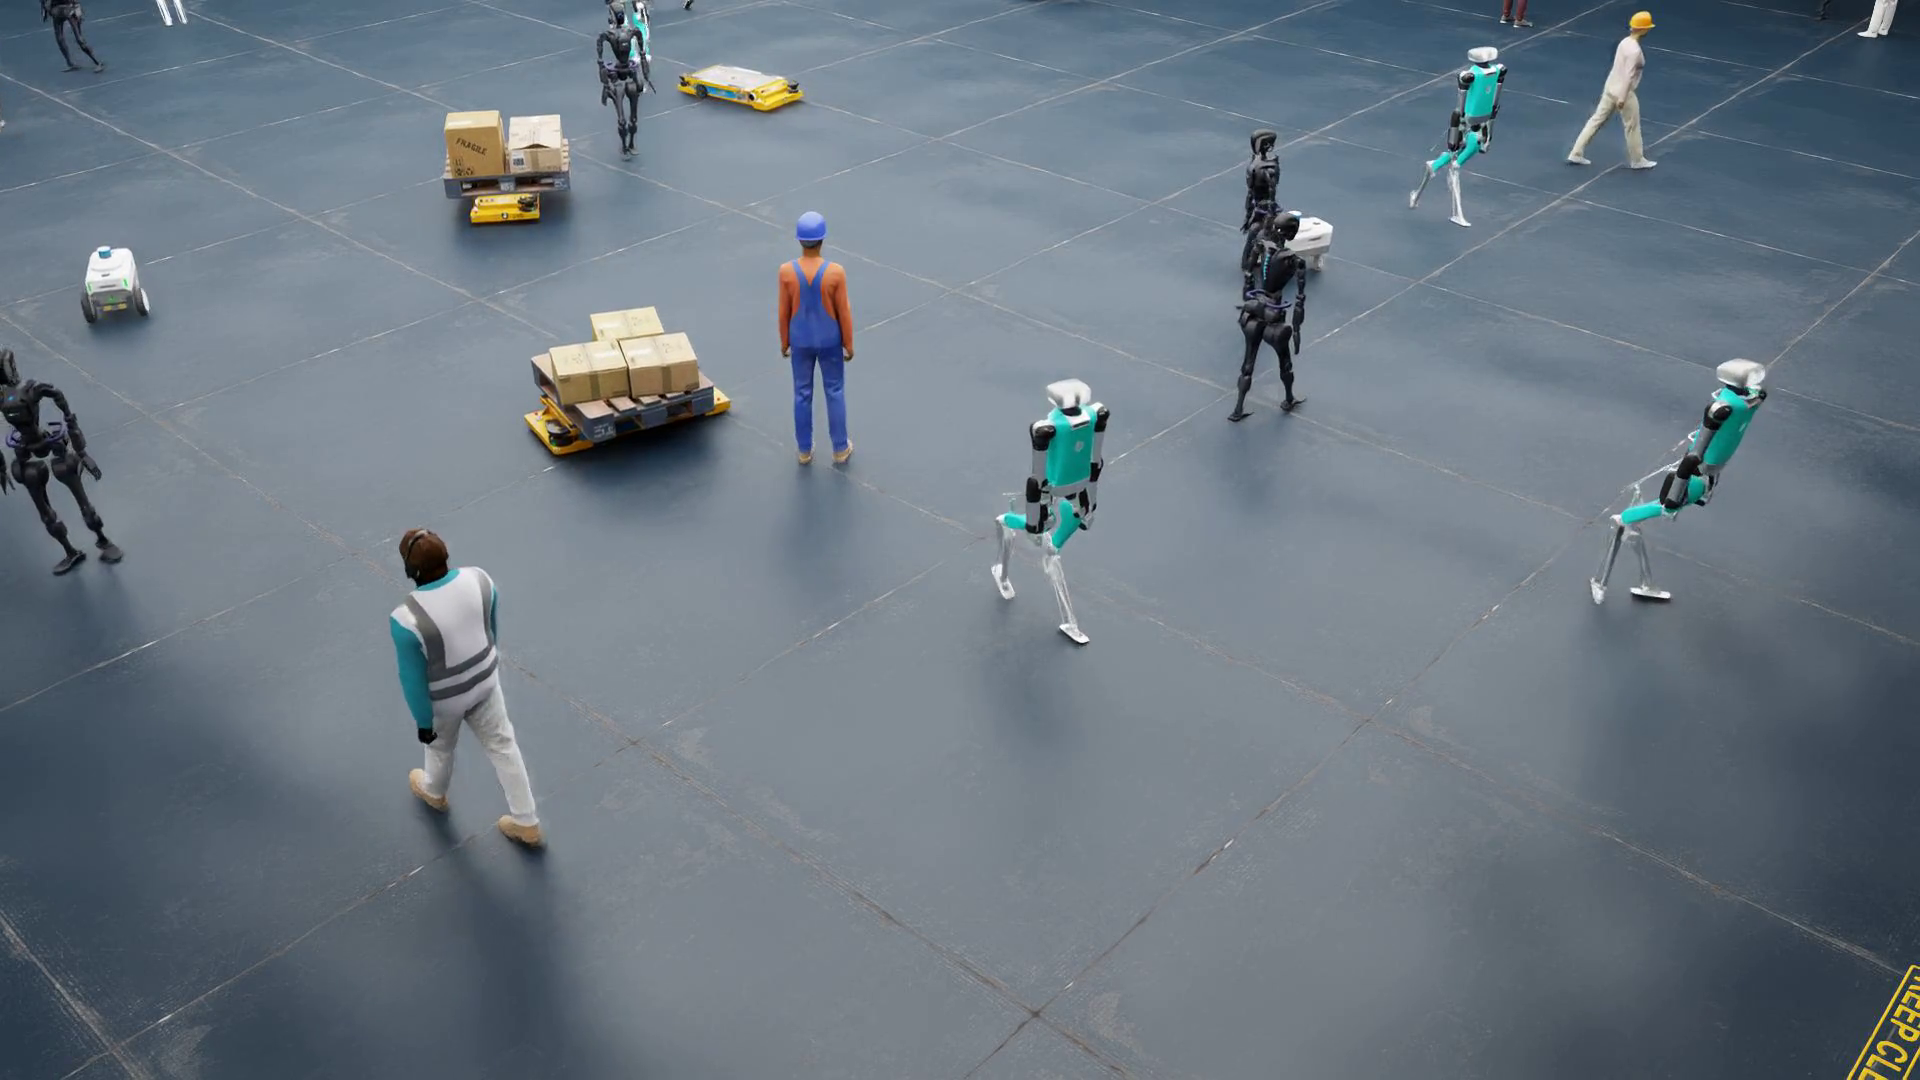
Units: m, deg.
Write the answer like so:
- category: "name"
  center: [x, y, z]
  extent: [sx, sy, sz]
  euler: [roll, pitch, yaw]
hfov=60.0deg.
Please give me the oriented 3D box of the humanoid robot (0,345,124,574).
- category: "humanoid robot"
  center: [-5.877, -0.531, 10.676]
  extent: [0.608, 1.638, 0.406]
  euler: [-9, 33, -14]

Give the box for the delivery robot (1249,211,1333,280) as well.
- category: "delivery robot"
  center: [3.022, -2.708, 15.243]
  extent: [0.766, 0.594, 0.499]
  euler: [-14, 35, -21]

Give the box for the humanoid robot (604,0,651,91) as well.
- category: "humanoid robot"
  center: [-3.842, -6.103, 19.612]
  extent: [0.537, 1.810, 0.743]
  euler: [-18, 36, -26]

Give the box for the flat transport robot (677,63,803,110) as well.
- category: "flat transport robot"
  center: [-2.642, -5.417, 19.877]
  extent: [1.431, 0.231, 0.659]
  euler: [20, 37, 29]

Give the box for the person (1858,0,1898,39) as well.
- category: "person"
  center: [12.228, -7.430, 21.816]
  extent: [0.518, 1.640, 0.305]
  euler: [-16, 35, -24]

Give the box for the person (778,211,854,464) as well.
- category: "person"
  center: [-1.026, -1.431, 11.904]
  extent: [0.530, 1.908, 0.366]
  euler: [0, 32, 0]

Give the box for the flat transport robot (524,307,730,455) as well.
- category: "flat transport robot"
  center: [-2.559, -1.027, 12.808]
  extent: [1.431, 0.231, 0.659]
  euler: [-19, 36, -27]

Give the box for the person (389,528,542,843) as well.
- category: "person"
  center: [-2.581, 0.740, 8.512]
  extent: [0.943, 1.798, 0.646]
  euler: [23, 38, 32]

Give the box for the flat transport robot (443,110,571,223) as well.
- category: "flat transport robot"
  center: [-4.562, -3.577, 16.914]
  extent: [0.659, 0.231, 1.431]
  euler: [-6, 32, -10]

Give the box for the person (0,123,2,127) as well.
- category: "person"
  center: [-10.873, -5.342, 18.194]
  extent: [0.475, 1.924, 0.653]
  euler: [9, 33, 14]

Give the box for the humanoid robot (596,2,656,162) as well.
- category: "humanoid robot"
  center: [-3.538, -4.875, 17.678]
  extent: [0.600, 1.644, 0.534]
  euler: [-19, 36, -27]

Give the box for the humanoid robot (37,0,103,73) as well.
- category: "humanoid robot"
  center: [-10.993, -6.578, 20.404]
  extent: [0.601, 1.636, 0.391]
  euler: [8, 33, 13]

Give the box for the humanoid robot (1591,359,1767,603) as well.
- category: "humanoid robot"
  center: [4.374, -0.384, 10.379]
  extent: [0.596, 1.773, 0.866]
  euler: [-23, 38, -32]

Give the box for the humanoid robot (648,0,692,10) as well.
- category: "humanoid robot"
  center: [-4.128, -8.183, 22.965]
  extent: [0.949, 1.779, 0.551]
  euler: [7, 33, 11]

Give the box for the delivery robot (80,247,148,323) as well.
- category: "delivery robot"
  center: [-7.403, -2.266, 14.524]
  extent: [0.499, 0.587, 0.788]
  euler: [-11, 33, -17]

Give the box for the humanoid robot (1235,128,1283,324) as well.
- category: "humanoid robot"
  center: [2.586, -2.693, 14.151]
  extent: [0.357, 1.649, 0.593]
  euler: [-5, 32, -8]

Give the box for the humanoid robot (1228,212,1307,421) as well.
- category: "humanoid robot"
  center: [2.376, -1.711, 12.596]
  extent: [0.678, 1.634, 0.608]
  euler: [-24, 39, -34]

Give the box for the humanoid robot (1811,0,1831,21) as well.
- category: "humanoid robot"
  center: [11.909, -7.918, 22.572]
  extent: [0.439, 1.646, 0.609]
  euler: [-14, 35, -22]

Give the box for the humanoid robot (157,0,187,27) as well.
- category: "humanoid robot"
  center: [-10.778, -7.762, 22.325]
  extent: [0.542, 1.865, 0.658]
  euler: [-15, 35, -23]

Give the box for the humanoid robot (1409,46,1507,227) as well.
- category: "humanoid robot"
  center: [4.757, -3.962, 16.180]
  extent: [0.547, 1.812, 0.887]
  euler: [-15, 35, -23]

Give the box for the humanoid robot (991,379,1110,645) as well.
- category: "humanoid robot"
  center: [0.469, -0.271, 10.246]
  extent: [0.531, 1.775, 1.020]
  euler: [-20, 37, -29]

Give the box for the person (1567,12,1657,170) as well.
- category: "person"
  center: [6.938, -4.697, 17.404]
  extent: [0.899, 1.644, 0.469]
  euler: [-2, 32, -3]

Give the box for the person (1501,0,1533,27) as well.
- category: "person"
  center: [7.606, -7.823, 22.296]
  extent: [0.381, 1.806, 0.551]
  euler: [-16, 35, -24]
